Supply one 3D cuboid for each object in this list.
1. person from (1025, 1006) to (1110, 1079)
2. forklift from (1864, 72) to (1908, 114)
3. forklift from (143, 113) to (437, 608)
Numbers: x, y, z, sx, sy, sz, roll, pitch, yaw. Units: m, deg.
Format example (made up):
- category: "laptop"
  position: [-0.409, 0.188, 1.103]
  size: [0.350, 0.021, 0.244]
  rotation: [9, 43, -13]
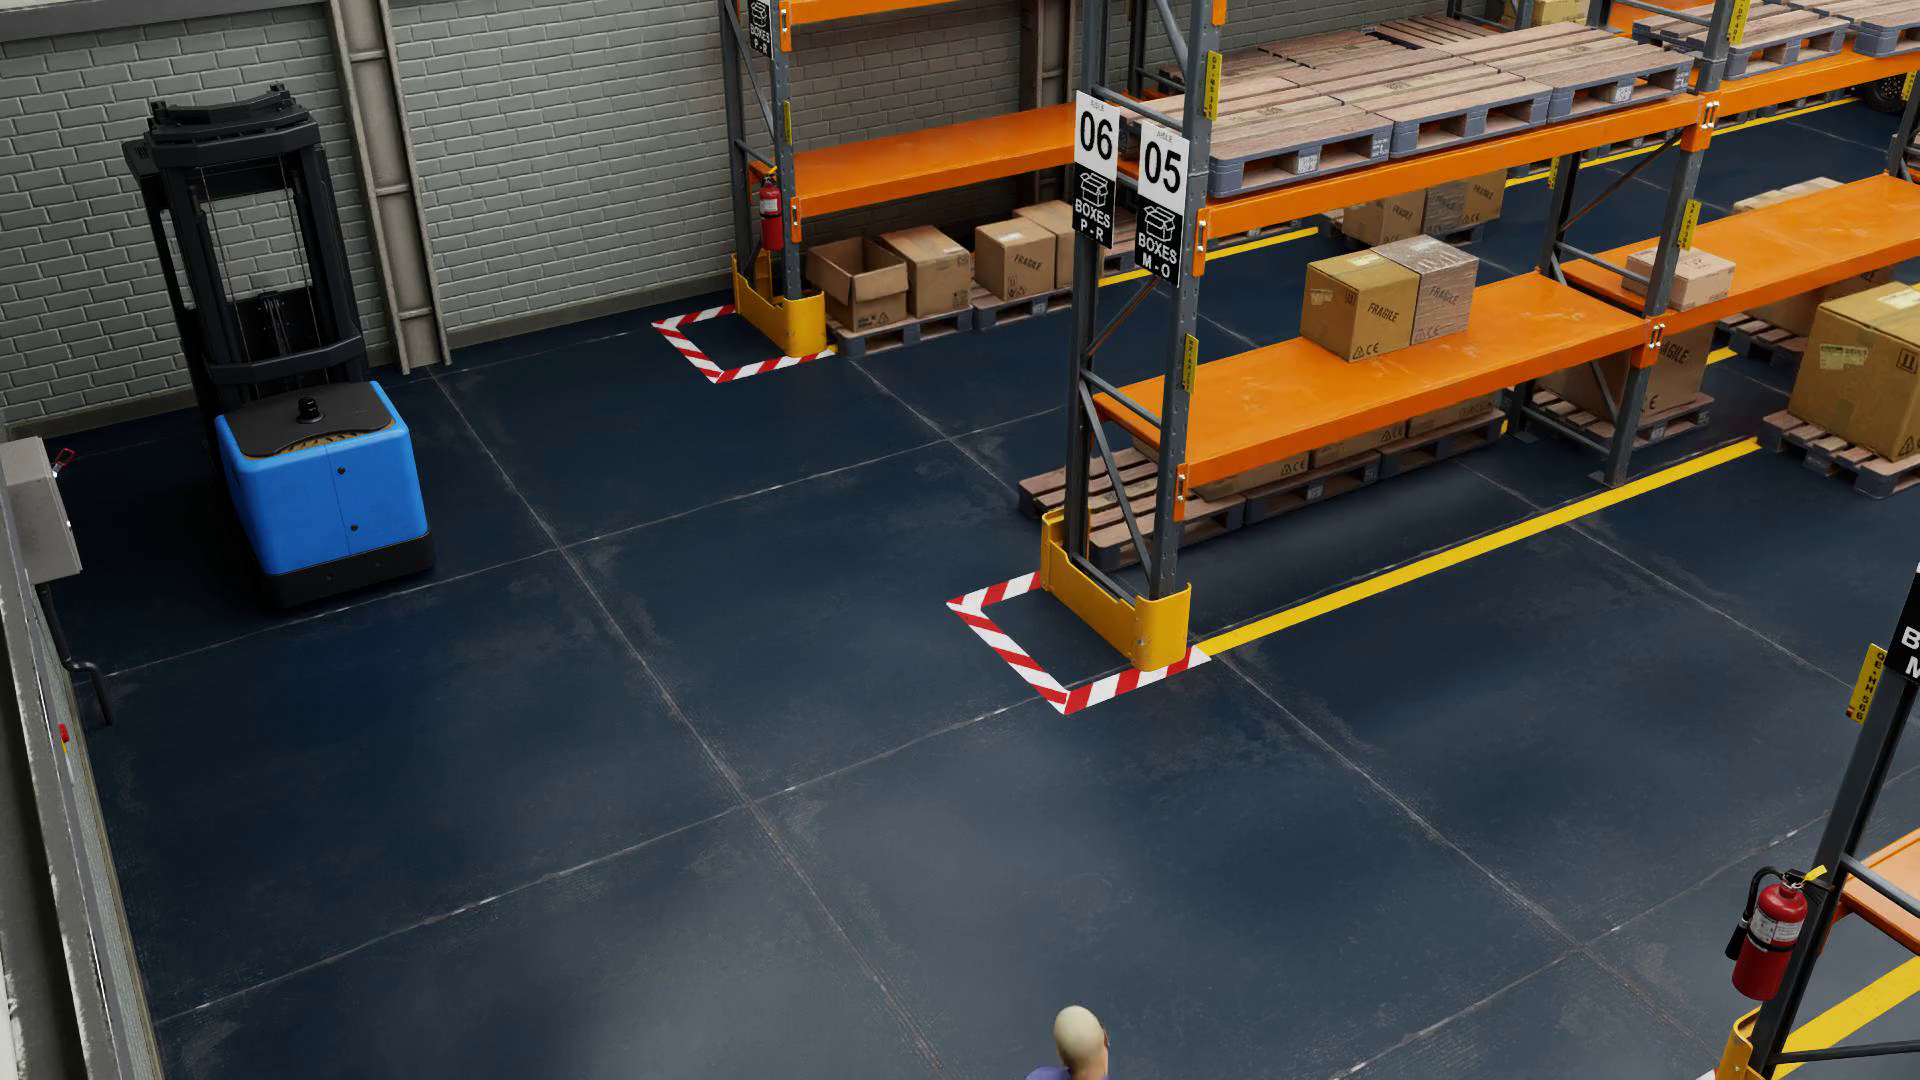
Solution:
- category: "person"
  position: [0.461, 2.384, 5.676]
  size: [0.733, 1.770, 0.376]
  rotation: [25, 40, 35]
- category: "forklift"
  position: [11.468, -5.645, 18.244]
  size: [1.214, 2.155, 2.313]
  rotation: [-17, 36, -26]
- category: "forklift"
  position: [-4.289, -1.259, 10.509]
  size: [1.129, 2.768, 1.873]
  rotation: [-17, 36, -26]
